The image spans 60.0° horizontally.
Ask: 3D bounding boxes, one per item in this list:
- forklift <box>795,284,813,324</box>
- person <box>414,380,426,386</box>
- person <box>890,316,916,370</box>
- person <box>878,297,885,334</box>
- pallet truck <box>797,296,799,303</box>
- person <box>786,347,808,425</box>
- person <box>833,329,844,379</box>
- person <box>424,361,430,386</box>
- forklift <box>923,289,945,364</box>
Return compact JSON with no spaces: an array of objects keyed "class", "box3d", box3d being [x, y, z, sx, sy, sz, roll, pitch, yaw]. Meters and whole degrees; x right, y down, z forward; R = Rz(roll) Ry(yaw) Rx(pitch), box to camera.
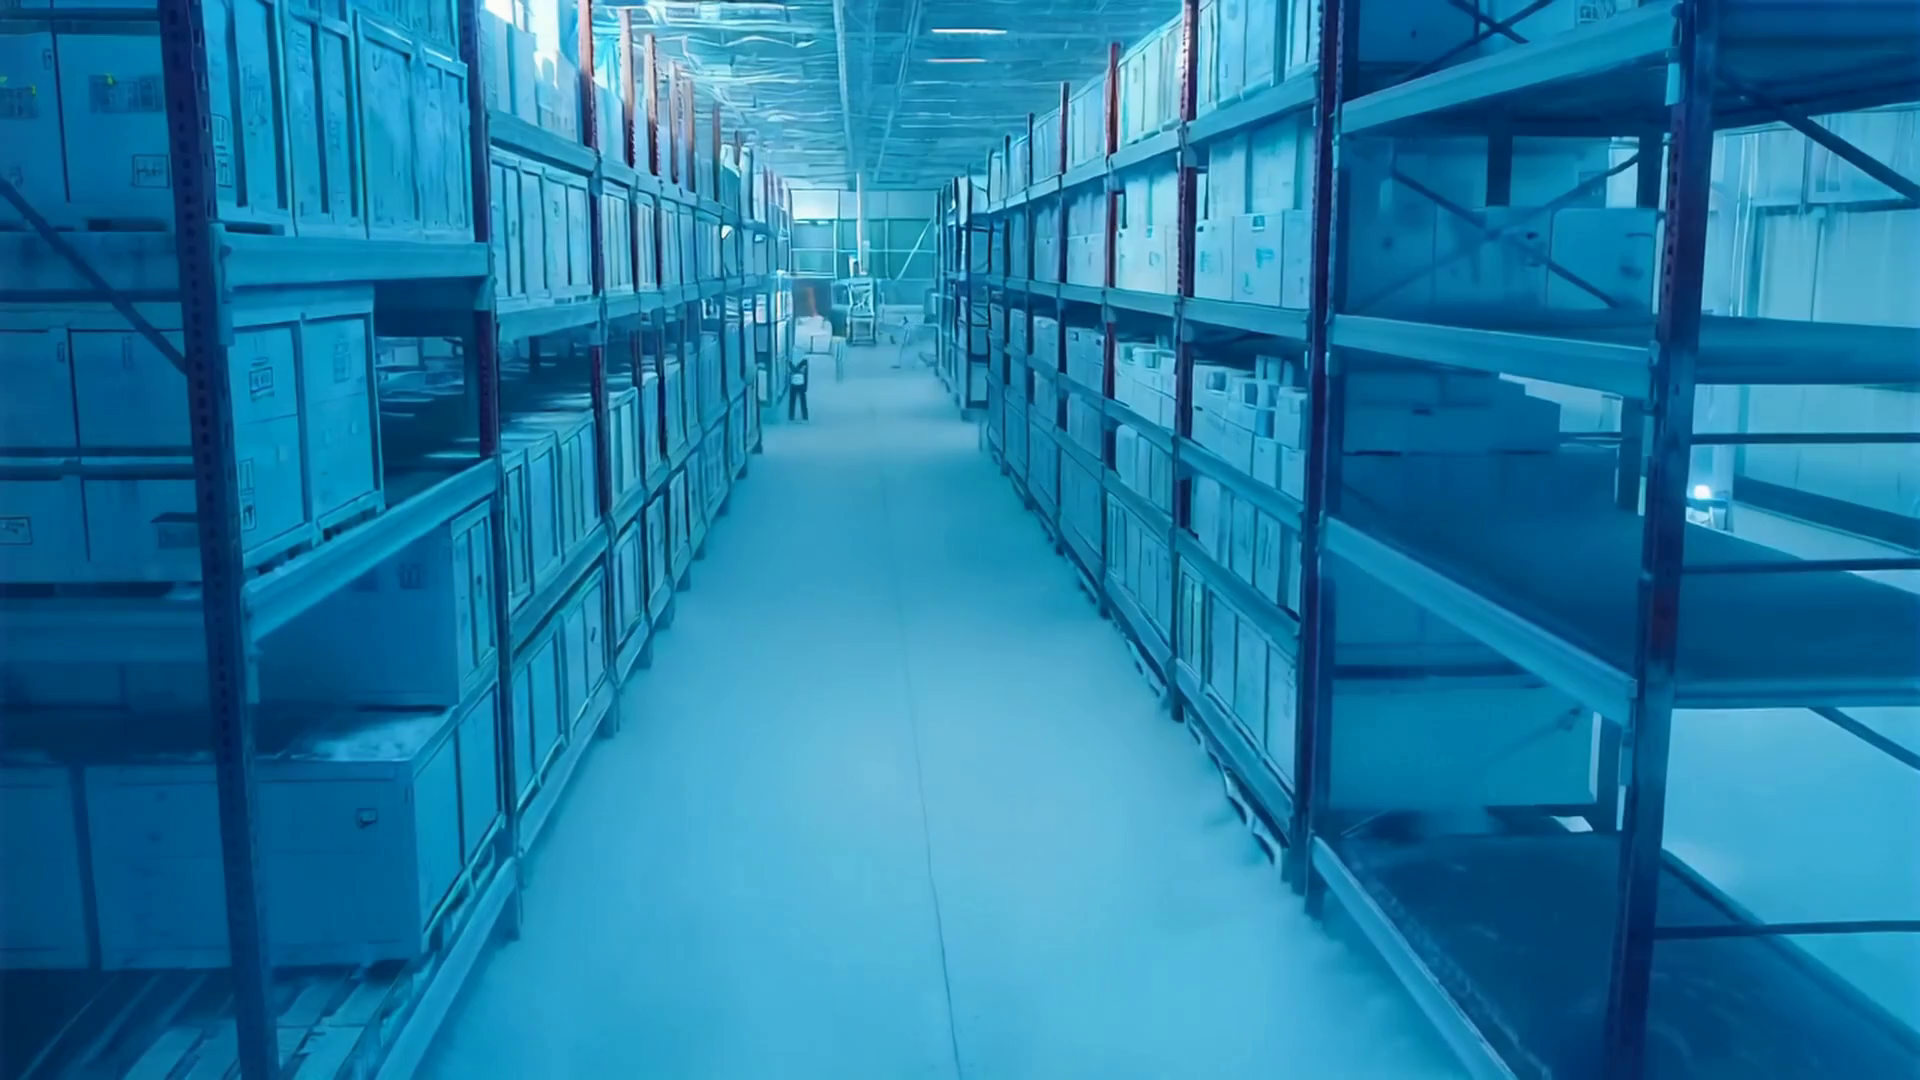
[{"class":"forklift","box3d":[-7.292,-10.484,77.093,1.129,2.768,1.873,-1,10,-4]},{"class":"person","box3d":[-11.446,-2.925,35.186,0.989,1.804,0.578,-4,10,-20]},{"class":"person","box3d":[-2.038,-6.996,59.209,0.985,1.893,0.656,-3,10,-16]},{"class":"person","box3d":[-4.225,-12.042,89.205,0.353,1.937,0.635,-1,10,-3]},{"class":"pallet truck","box3d":[-8.622,-12.439,91.403,1.885,1.965,0.823,2,10,13]},{"class":"person","box3d":[-3.850,-3.654,39.407,0.599,1.837,1.039,4,10,21]},{"class":"person","box3d":[-3.988,-6.086,54.532,0.314,1.636,0.515,5,11,26]},{"class":"person","box3d":[-12.265,-3.320,38.139,0.859,1.577,0.504,0,10,0]},{"class":"forklift","box3d":[-0.808,-8.117,62.954,1.129,2.768,1.873,-1,10,-3]}]
